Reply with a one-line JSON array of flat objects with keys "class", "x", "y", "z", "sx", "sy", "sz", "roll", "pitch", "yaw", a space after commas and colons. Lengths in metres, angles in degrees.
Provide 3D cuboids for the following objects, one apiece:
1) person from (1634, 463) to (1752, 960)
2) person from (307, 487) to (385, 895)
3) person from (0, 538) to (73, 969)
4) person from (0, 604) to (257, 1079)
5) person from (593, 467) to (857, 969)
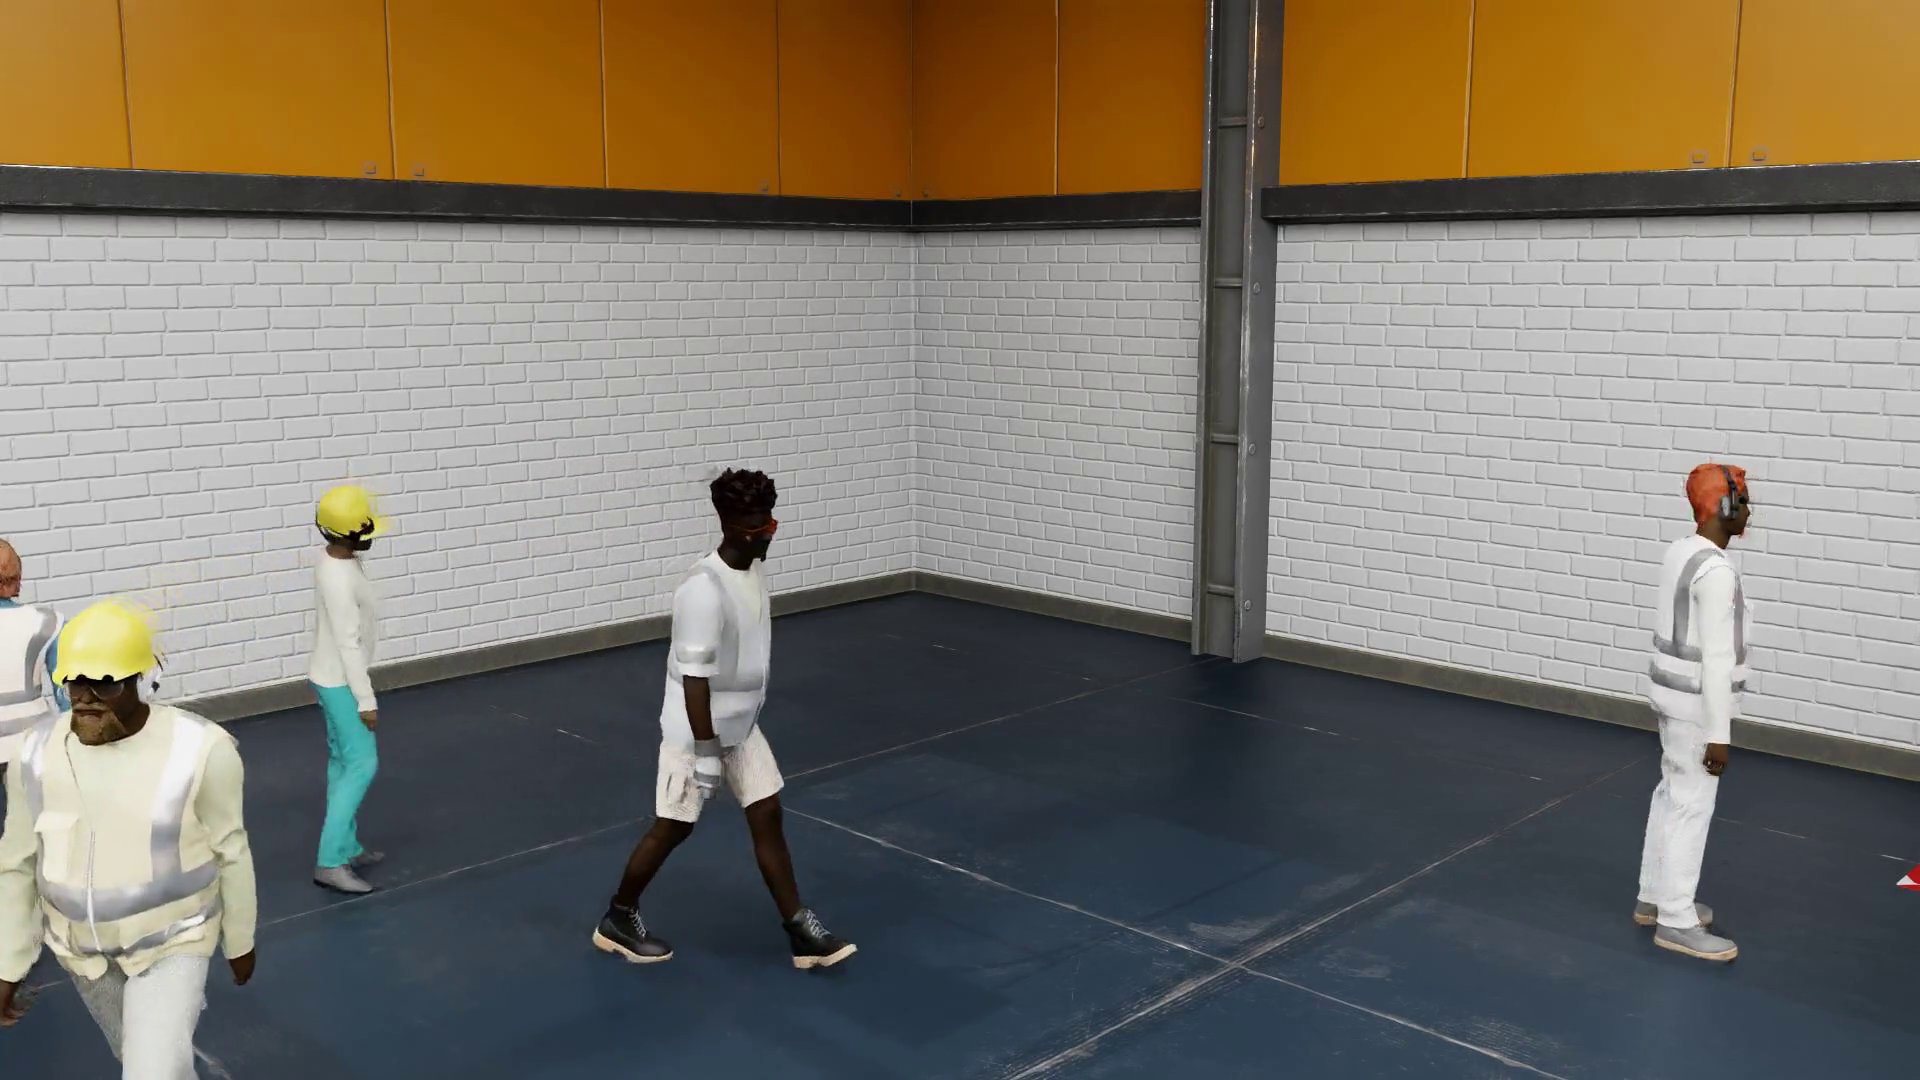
[{"class": "person", "x": 2.819, "y": 0.649, "z": 6.368, "sx": 0.350, "sy": 1.870, "sz": 0.615, "roll": 2, "pitch": 9, "yaw": 11}, {"class": "person", "x": -2.618, "y": 0.619, "z": 7.033, "sx": 0.347, "sy": 1.721, "sz": 0.601, "roll": -5, "pitch": 10, "yaw": -26}, {"class": "person", "x": -3.587, "y": 0.787, "z": 6.236, "sx": 0.549, "sy": 1.621, "sz": 0.472, "roll": -5, "pitch": 11, "yaw": -29}, {"class": "person", "x": -2.169, "y": 1.024, "z": 4.360, "sx": 0.588, "sy": 1.780, "sz": 0.976, "roll": 0, "pitch": 9, "yaw": 1}, {"class": "person", "x": -0.902, "y": 0.671, "z": 6.130, "sx": 1.031, "sy": 1.903, "sz": 0.655, "roll": 3, "pitch": 10, "yaw": 19}]
